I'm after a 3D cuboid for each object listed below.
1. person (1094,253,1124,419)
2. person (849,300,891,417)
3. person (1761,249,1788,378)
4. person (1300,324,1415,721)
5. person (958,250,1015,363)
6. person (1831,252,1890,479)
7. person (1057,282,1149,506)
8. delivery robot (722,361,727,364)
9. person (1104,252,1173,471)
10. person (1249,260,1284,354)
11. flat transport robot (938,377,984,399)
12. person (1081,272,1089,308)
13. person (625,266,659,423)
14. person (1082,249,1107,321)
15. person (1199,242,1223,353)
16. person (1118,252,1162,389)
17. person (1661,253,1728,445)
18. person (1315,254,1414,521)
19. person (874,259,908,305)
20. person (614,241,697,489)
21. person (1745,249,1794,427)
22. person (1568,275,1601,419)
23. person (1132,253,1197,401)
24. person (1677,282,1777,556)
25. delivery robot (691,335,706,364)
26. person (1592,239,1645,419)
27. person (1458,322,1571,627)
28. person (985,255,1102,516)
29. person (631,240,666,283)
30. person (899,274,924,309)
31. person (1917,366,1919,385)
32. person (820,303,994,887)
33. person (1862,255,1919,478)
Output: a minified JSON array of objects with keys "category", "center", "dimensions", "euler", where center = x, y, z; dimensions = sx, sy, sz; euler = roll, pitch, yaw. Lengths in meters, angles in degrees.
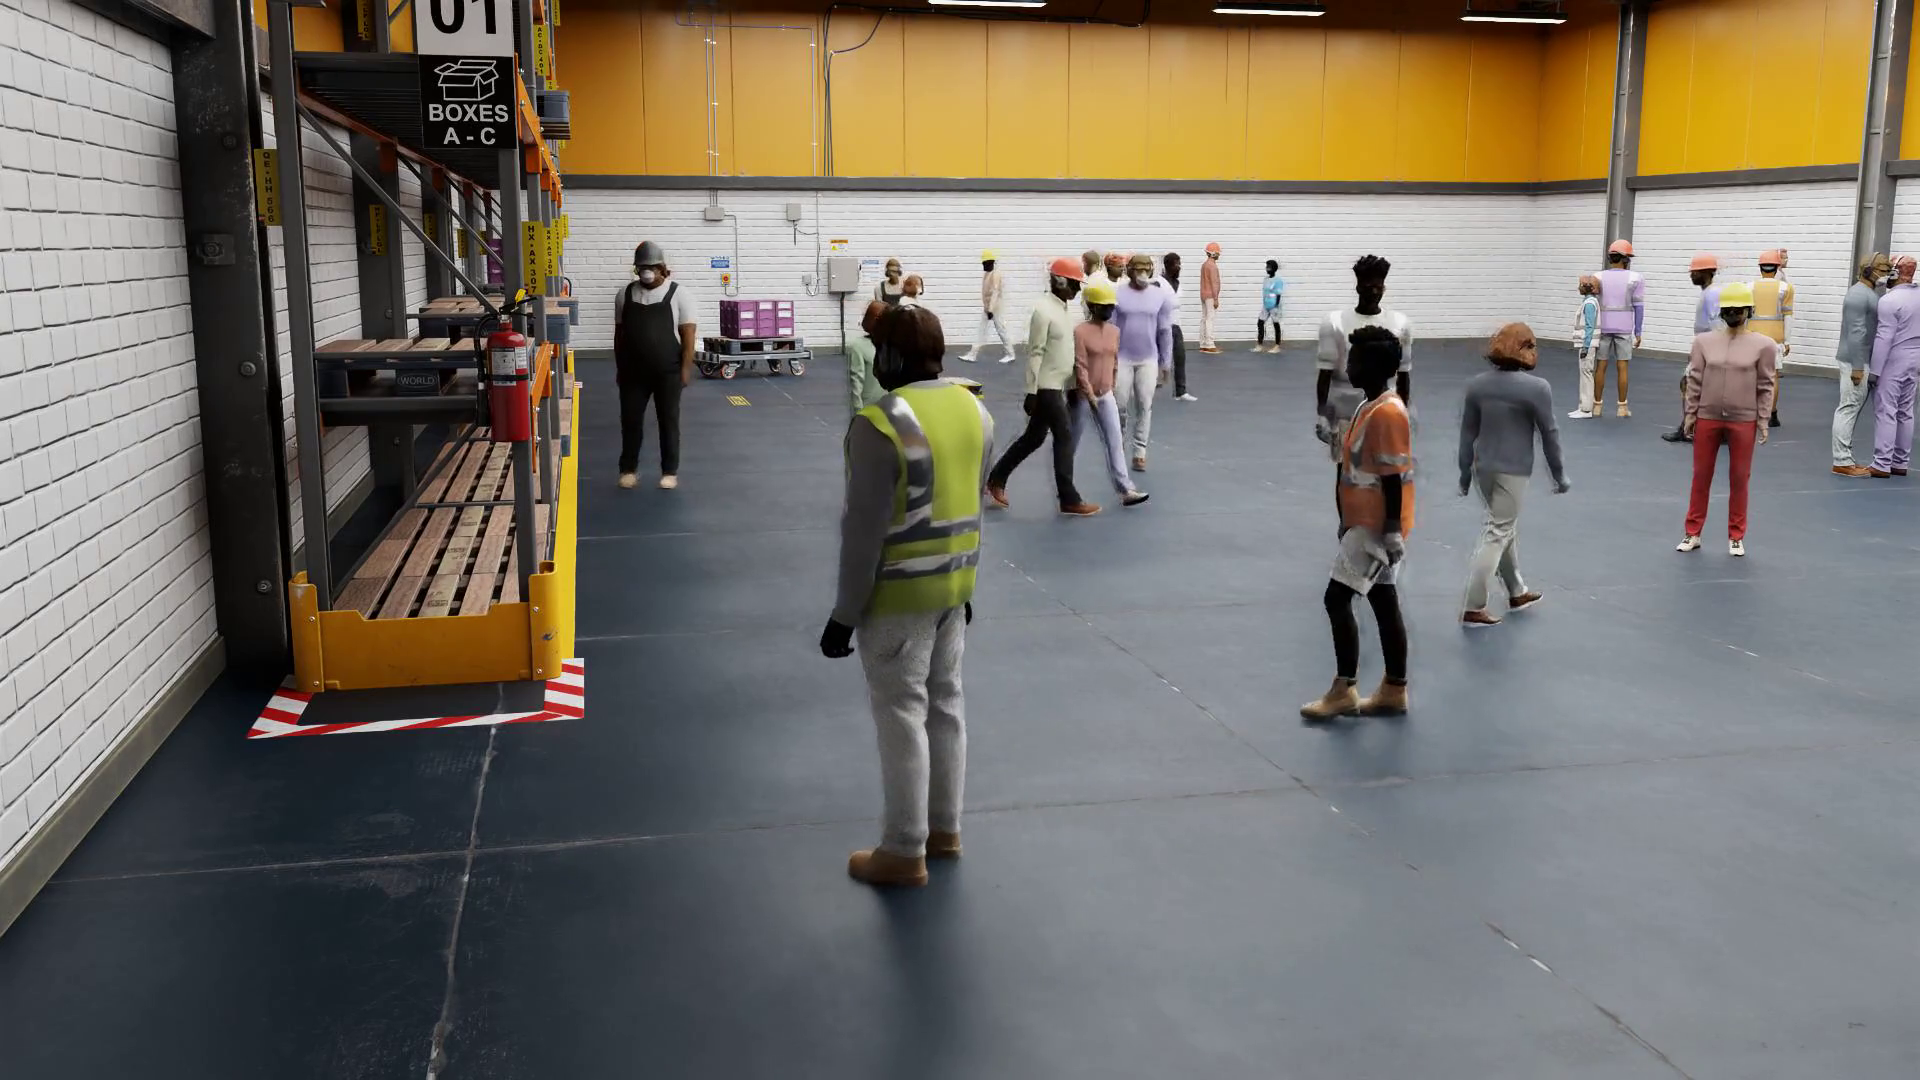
[{"category":"person","center":[1.718,-2.309,18.939],"dimensions":[0.360,1.883,0.574],"euler":[6,12,29]},{"category":"person","center":[-0.575,-0.963,12.268],"dimensions":[0.522,1.584,0.867],"euler":[-8,13,-37]},{"category":"person","center":[12.142,-3.381,24.810],"dimensions":[0.400,1.910,0.643],"euler":[3,11,15]},{"category":"person","center":[1.666,-0.065,7.044],"dimensions":[0.603,1.675,0.562],"euler":[1,10,7]},{"category":"person","center":[0.494,-3.863,27.582],"dimensions":[1.010,1.870,0.611],"euler":[-4,11,-21]},{"category":"person","center":[7.765,-1.506,14.353],"dimensions":[0.371,1.934,0.627],"euler":[7,12,33]},{"category":"person","center":[1.060,-1.104,12.715],"dimensions":[0.522,1.709,0.912],"euler":[-7,12,-34]},{"category":"delivery robot","center":[-3.509,-3.006,26.220],"dimensions":[0.477,0.478,0.707],"euler":[8,13,39]},{"category":"person","center":[1.561,-1.581,14.776],"dimensions":[0.653,1.928,0.500],"euler":[0,10,-1]},{"category":"person","center":[5.463,-4.143,29.646],"dimensions":[0.683,1.671,0.553],"euler":[-5,12,-28]},{"category":"flat transport robot","center":[-0.165,-1.961,21.478],"dimensions":[0.652,0.197,1.431],"euler":[-2,10,-12]},{"category":"person","center":[2.240,-3.766,27.207],"dimensions":[0.545,1.811,0.600],"euler":[-2,10,-11]},{"category":"person","center":[-3.486,-2.234,18.549],"dimensions":[0.513,1.876,0.328],"euler":[-2,10,-8]},{"category":"person","center":[1.601,-2.553,20.193],"dimensions":[0.481,1.919,0.636],"euler":[4,11,20]},{"category":"person","center":[4.531,-4.369,30.036],"dimensions":[0.381,1.996,0.608],"euler":[-2,10,-12]},{"category":"person","center":[2.281,-3.020,22.906],"dimensions":[0.996,1.886,0.549],"euler":[6,12,32]},{"category":"person","center":[7.398,-1.901,16.622],"dimensions":[0.766,1.900,0.552],"euler":[5,12,27]},{"category":"person","center":[2.530,-0.801,10.425],"dimensions":[0.605,1.946,0.659],"euler":[1,10,8]},{"category":"person","center":[-0.829,-2.648,21.071],"dimensions":[0.505,1.786,0.914],"euler":[0,10,2]},{"category":"person","center":[-2.518,-1.434,13.653],"dimensions":[0.701,2.000,0.540],"euler":[1,10,5]},{"category":"person","center":[8.805,-2.205,18.210],"dimensions":[0.542,1.937,0.366],"euler":[6,12,30]},{"category":"person","center":[7.166,-2.207,19.045],"dimensions":[0.306,1.639,0.524],"euler":[4,11,19]},{"category":"person","center":[2.600,-2.724,21.241],"dimensions":[0.591,1.888,0.897],"euler":[-9,14,-42]},{"category":"person","center":[4.965,-0.777,10.769],"dimensions":[0.523,1.769,0.322],"euler":[7,12,33]},{"category":"delivery robot","center":[-4.129,-2.934,25.822],"dimensions":[0.707,0.478,0.477],"euler":[-5,11,-27]},{"category":"person","center":[7.497,-2.408,19.056],"dimensions":[0.611,2.038,0.396],"euler":[6,12,29]},{"category":"person","center":[2.975,-0.350,8.866],"dimensions":[0.800,1.599,0.503],"euler":[-6,12,-30]},{"category":"person","center":[0.581,-1.163,12.479],"dimensions":[0.983,1.943,0.613],"euler":[3,11,18]},{"category":"person","center":[-5.192,-3.991,27.871],"dimensions":[0.611,2.029,0.413],"euler":[-7,13,-35]},{"category":"person","center":[-0.645,-2.478,20.602],"dimensions":[0.622,1.616,0.513],"euler":[7,12,33]},{"category":"person","center":[9.384,-1.682,16.256],"dimensions":[0.535,1.602,0.830],"euler":[2,10,9]},{"category":"person","center":[-0.166,0.176,5.285],"dimensions":[0.429,1.844,0.627],"euler":[7,12,34]},{"category":"person","center":[8.005,-1.484,14.298],"dimensions":[0.638,1.909,0.407],"euler":[-6,12,-30]}]
